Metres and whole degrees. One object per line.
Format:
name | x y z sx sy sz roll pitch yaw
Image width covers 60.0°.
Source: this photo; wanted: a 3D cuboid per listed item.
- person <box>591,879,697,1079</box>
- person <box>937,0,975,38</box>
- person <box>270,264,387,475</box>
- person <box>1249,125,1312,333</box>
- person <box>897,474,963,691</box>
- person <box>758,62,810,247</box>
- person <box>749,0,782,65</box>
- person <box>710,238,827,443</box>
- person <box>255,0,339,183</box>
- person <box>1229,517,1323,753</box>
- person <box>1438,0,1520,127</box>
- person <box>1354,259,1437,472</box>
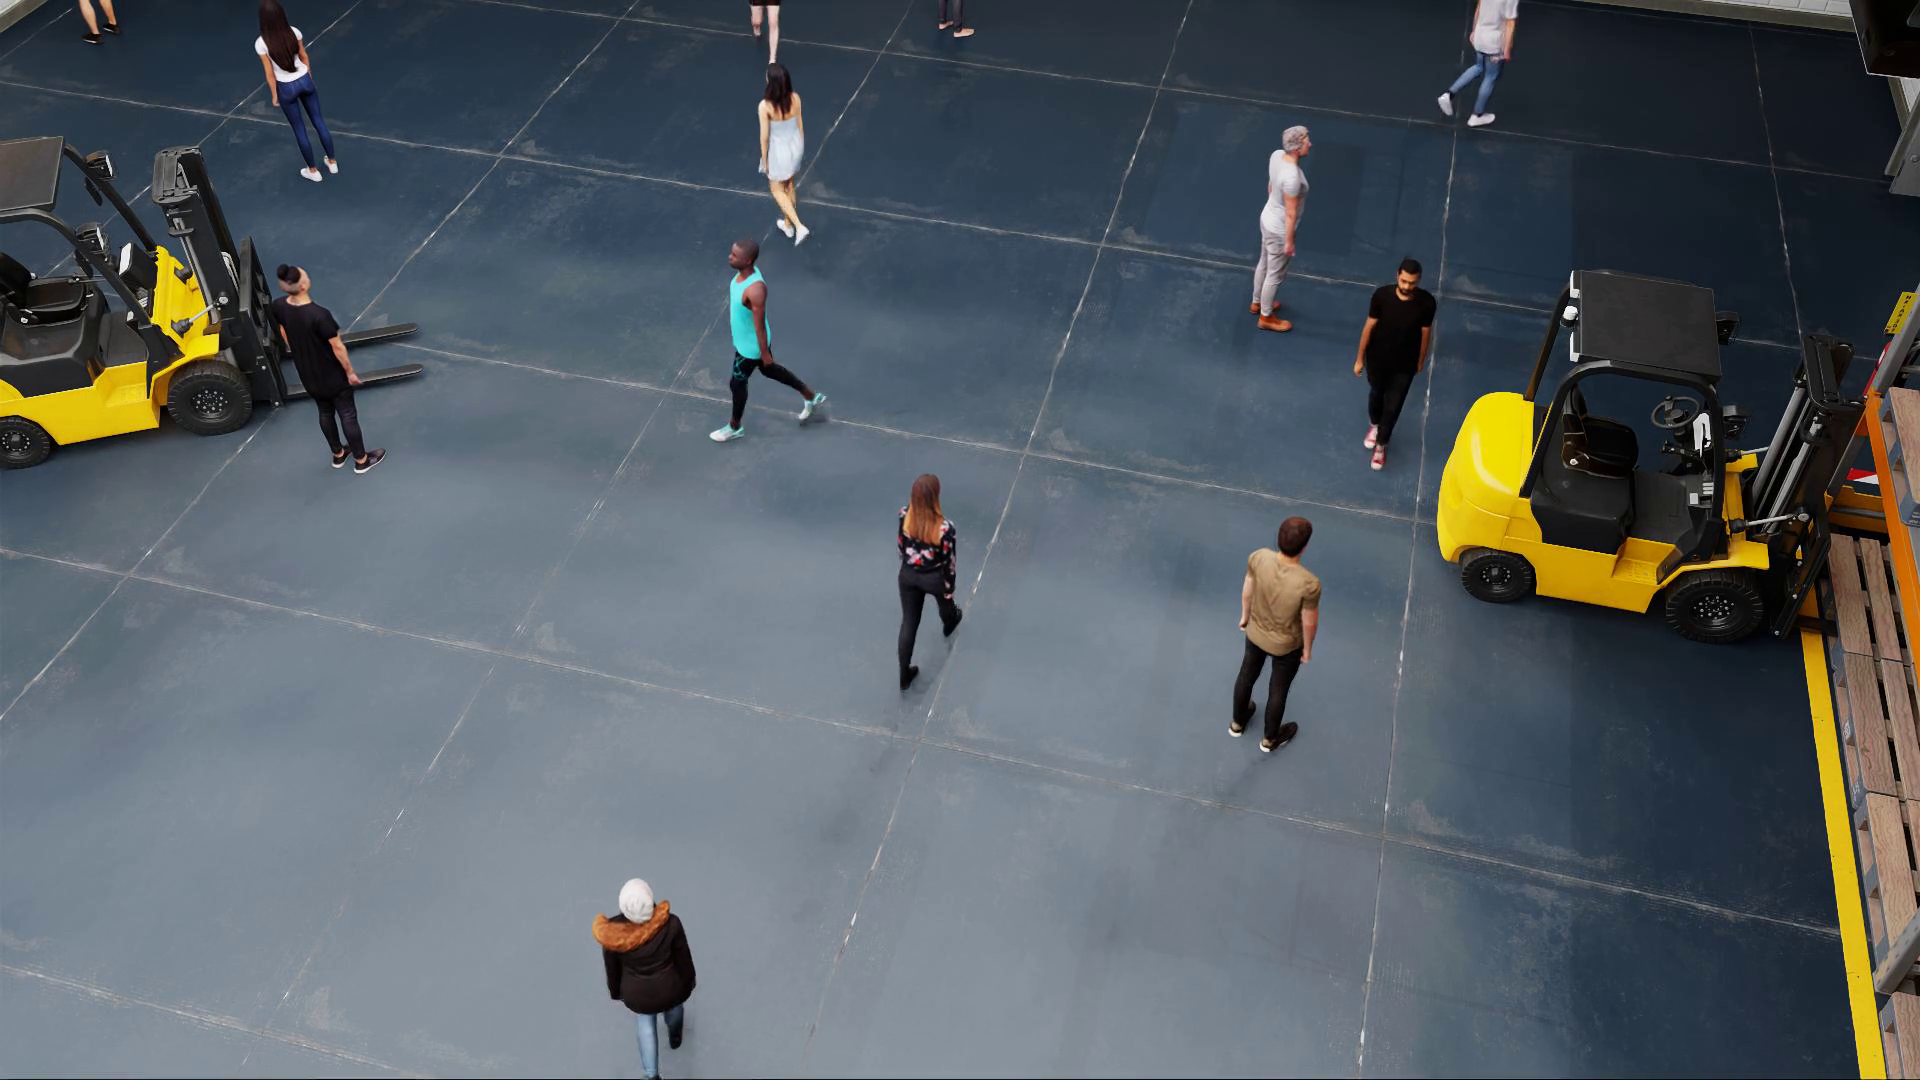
person | -1.599 2.335 8.664 0.838 1.618 1.024 -6 44 -6
person | -0.081 -6.186 17.530 0.714 1.725 0.683 -28 50 -26
person | -4.715 -1.288 12.290 0.713 1.862 0.619 16 46 16
person | 2.615 -2.577 13.665 0.822 1.831 0.647 -5 44 -5
person | -0.259 0.286 10.798 0.688 1.641 1.091 17 46 17
person | -1.493 -3.325 14.535 0.928 1.715 0.965 -24 49 -23
person | -2.001 -5.679 16.931 0.854 1.818 1.021 -9 44 -9
person | -1.472 -1.522 12.598 1.079 1.775 1.197 -10 45 -11
person | -6.133 -4.156 15.364 0.623 1.774 0.730 -33 52 -29
person | 1.950 0.582 10.335 0.743 1.850 0.712 29 51 27
person | 5.051 -4.827 15.996 0.992 1.874 0.960 -14 45 -14
person | 3.263 -1.415 12.513 0.674 1.738 0.802 15 46 15
